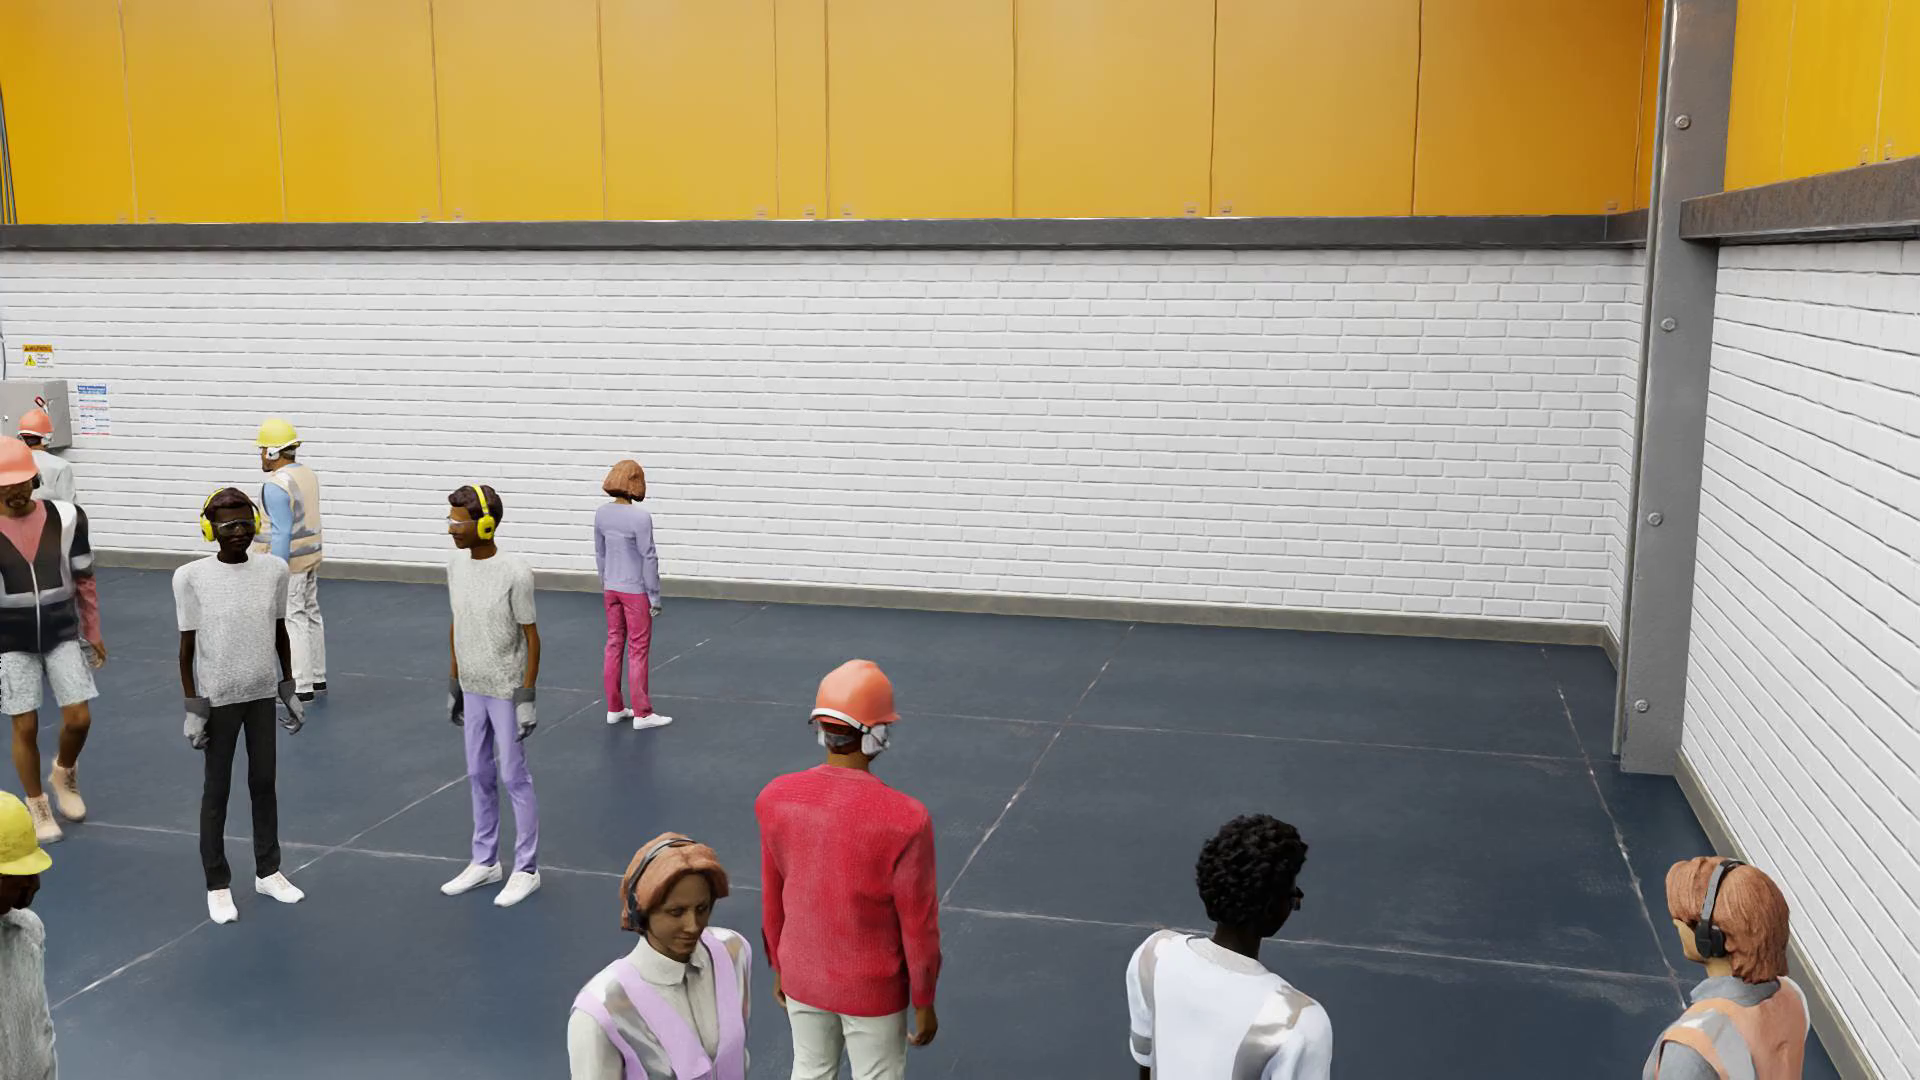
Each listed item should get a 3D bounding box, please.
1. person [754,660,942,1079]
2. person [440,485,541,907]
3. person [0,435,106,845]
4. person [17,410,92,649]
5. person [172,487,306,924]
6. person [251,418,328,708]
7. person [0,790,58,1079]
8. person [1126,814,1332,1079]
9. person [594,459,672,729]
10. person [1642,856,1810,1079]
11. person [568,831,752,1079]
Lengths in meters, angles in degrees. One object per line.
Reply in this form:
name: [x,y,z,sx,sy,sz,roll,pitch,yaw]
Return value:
person: [-0.296,1.193,4.630,0.567,1.743,0.353,6,11,30]
person: [-2.064,0.677,7.310,0.513,1.865,0.329,6,11,30]
person: [-4.454,0.487,7.994,0.640,2.013,0.558,-8,13,-40]
person: [-6.569,-0.059,11.953,0.570,1.755,0.320,1,10,7]
person: [-3.096,0.692,7.196,0.335,1.873,0.521,9,13,44]
person: [-4.256,0.143,10.543,0.403,1.831,0.597,0,10,0]
person: [-2.090,1.376,3.592,0.340,1.728,0.498,2,10,11]
person: [0.566,1.405,3.546,0.320,1.687,0.539,-8,13,-40]
person: [-1.997,0.326,10.057,0.497,1.632,0.289,7,12,36]
person: [1.553,1.451,3.428,0.512,1.634,0.313,-9,13,-43]
person: [-0.620,1.421,3.590,0.312,1.636,0.520,6,12,33]
